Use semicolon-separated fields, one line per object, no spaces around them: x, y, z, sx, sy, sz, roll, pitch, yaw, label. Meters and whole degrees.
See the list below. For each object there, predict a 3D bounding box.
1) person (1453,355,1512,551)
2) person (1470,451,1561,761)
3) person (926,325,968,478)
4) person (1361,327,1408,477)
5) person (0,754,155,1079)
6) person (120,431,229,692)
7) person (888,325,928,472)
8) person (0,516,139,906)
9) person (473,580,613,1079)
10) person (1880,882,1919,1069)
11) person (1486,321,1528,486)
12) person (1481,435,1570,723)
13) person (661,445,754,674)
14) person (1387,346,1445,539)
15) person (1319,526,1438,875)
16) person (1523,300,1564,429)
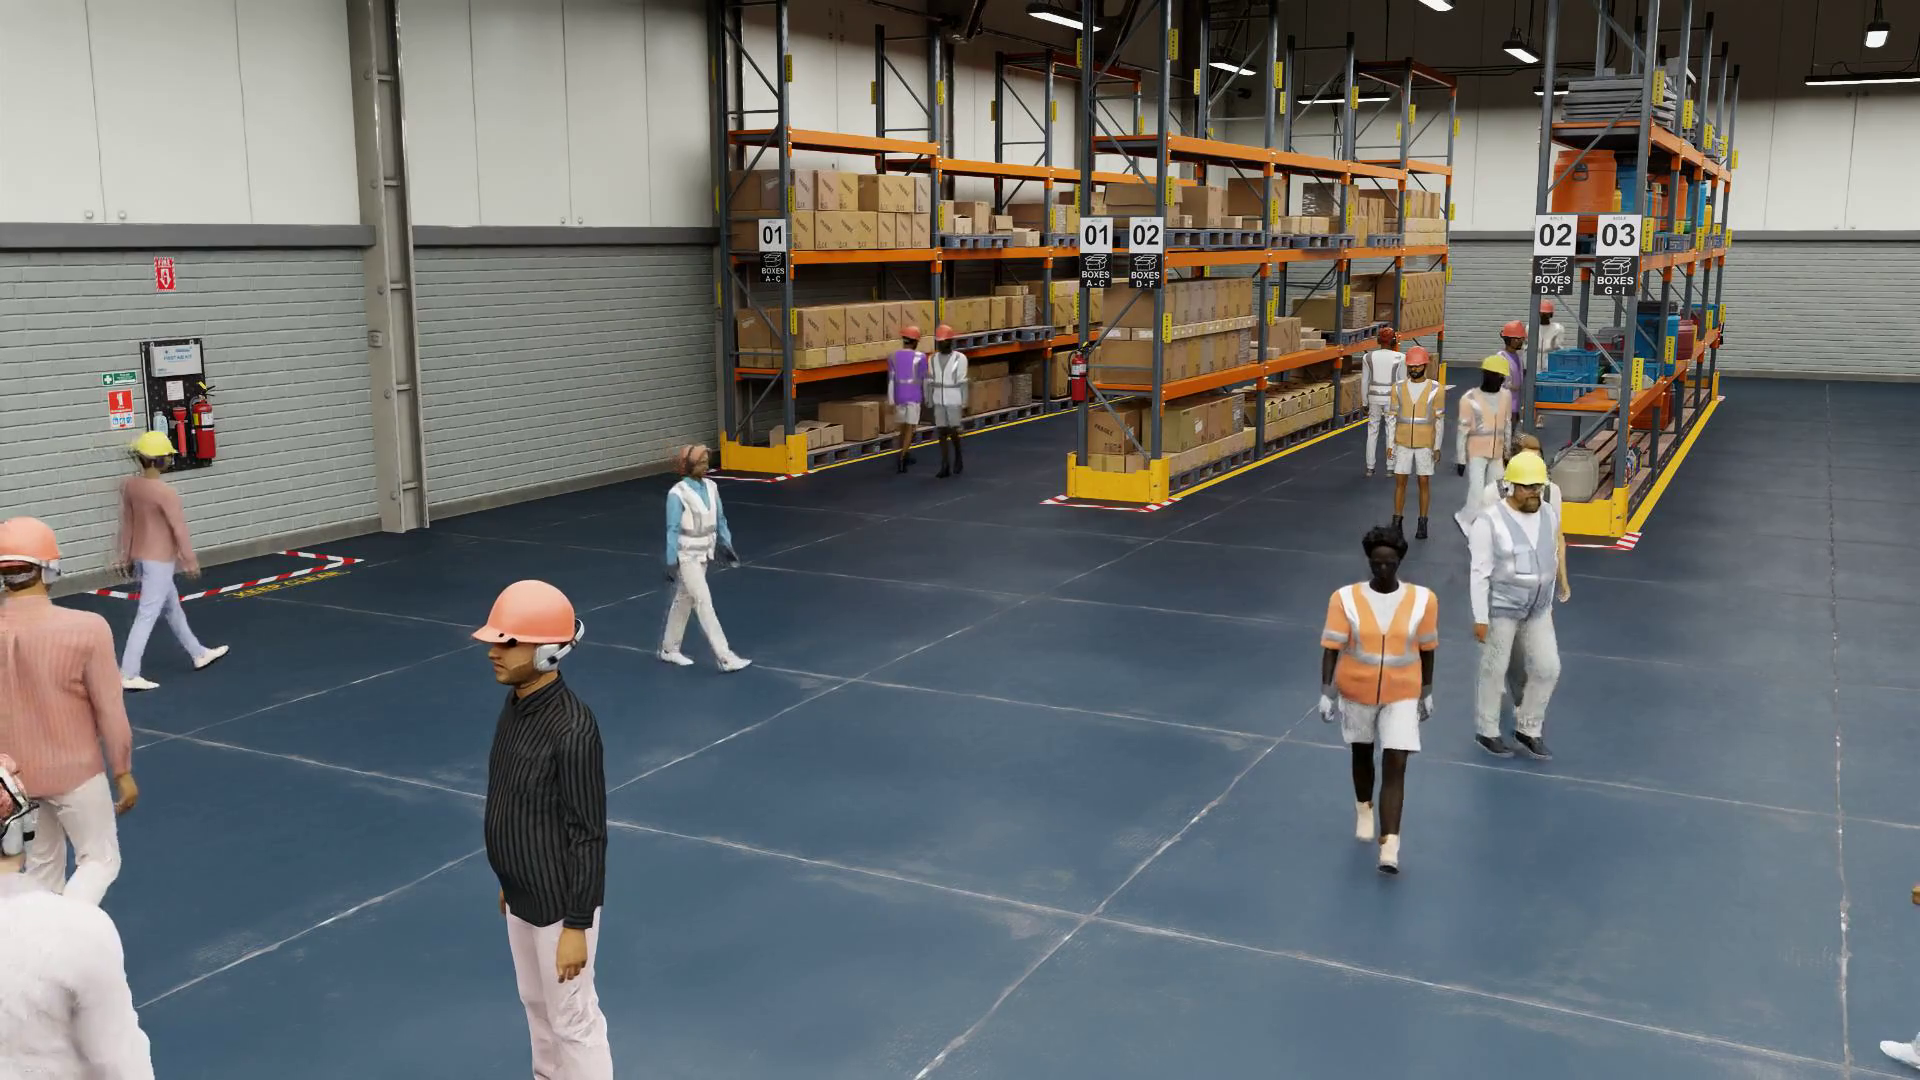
5.037;-0.846;16.070;0.630;1.901;0.617;-4;11;-21;person
3.228;0.395;9.553;0.630;1.808;0.587;-4;11;-19;person
-0.174;-1.732;20.848;0.564;1.921;0.422;5;12;26;person
5.350;-1.734;20.973;0.583;1.882;0.350;5;12;26;person
-2.174;1.426;3.770;0.647;1.881;0.771;1;10;3;person
-5.384;0.127;11.257;0.541;1.725;0.908;7;13;34;person
-0.682;-1.838;21.568;0.545;1.893;0.917;4;11;22;person
-3.527;0.898;6.378;0.628;1.971;0.677;0;10;-1;person
-1.299;1.101;5.201;0.374;1.997;0.609;-7;13;-35;person
3.596;1.163;5.656;0.488;1.708;0.847;-5;12;-27;person
6.444;-1.548;19.524;0.391;2.040;0.615;8;13;39;person
3.579;0.203;10.675;0.524;1.790;1.013;-1;10;-7;person
-1.783;0.133;11.562;0.843;1.591;0.530;4;11;22;person
4.559;-0.976;16.693;0.551;1.935;0.371;5;12;26;person
2.014;0.752;8.040;0.550;1.642;0.885;3;11;14;person
9.125;-2.740;26.065;0.605;2.024;0.533;5;11;24;person
